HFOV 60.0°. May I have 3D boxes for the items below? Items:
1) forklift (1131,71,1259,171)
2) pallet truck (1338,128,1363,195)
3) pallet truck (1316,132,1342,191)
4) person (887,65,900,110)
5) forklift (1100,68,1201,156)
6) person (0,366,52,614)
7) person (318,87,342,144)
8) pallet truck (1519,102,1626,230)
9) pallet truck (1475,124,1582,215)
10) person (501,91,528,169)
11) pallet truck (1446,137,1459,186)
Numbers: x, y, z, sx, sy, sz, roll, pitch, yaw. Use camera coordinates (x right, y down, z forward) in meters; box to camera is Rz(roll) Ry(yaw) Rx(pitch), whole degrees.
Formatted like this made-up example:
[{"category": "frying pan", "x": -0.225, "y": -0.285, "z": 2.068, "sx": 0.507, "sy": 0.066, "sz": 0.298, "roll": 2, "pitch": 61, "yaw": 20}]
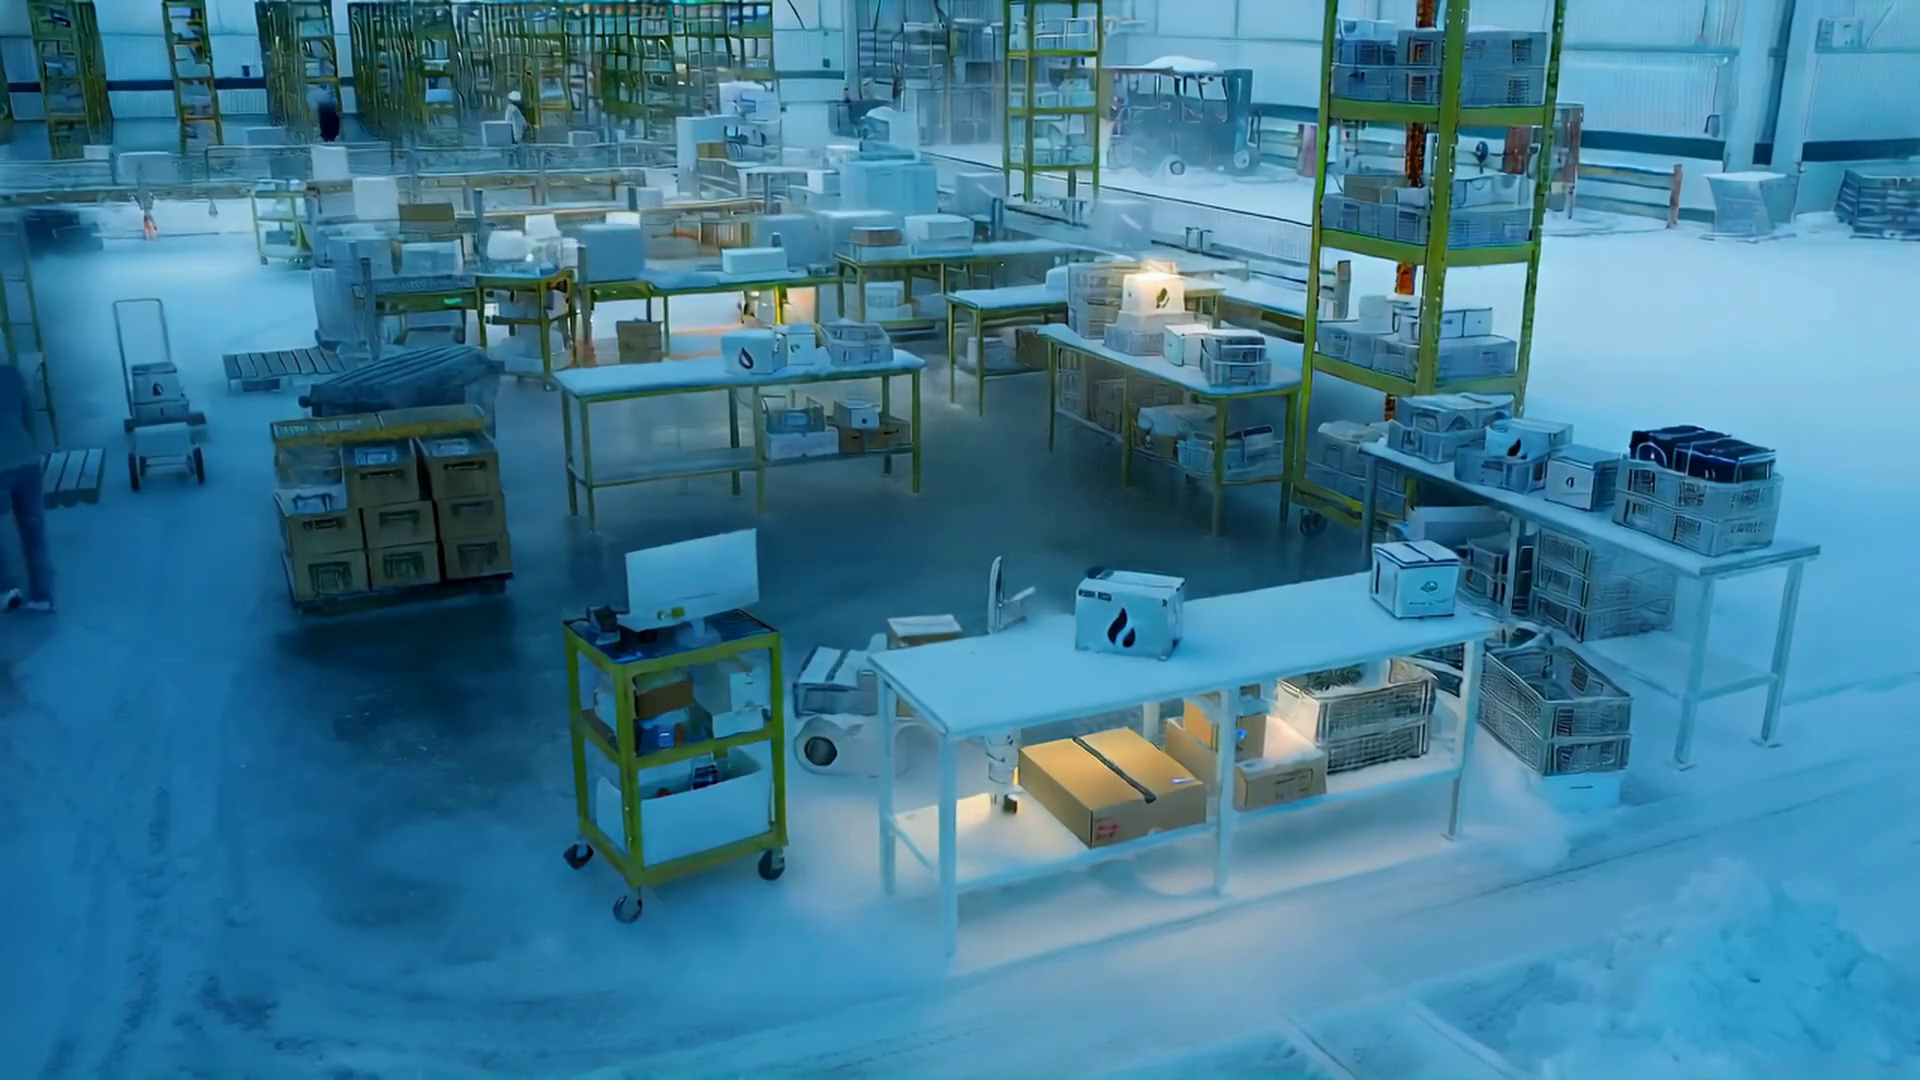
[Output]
[{"category": "forklift", "x": 4.998, "y": -8.936, "z": 35.413, "sx": 2.680, "sy": 1.987, "sz": 1.157, "roll": -9, "pitch": 20, "yaw": -25}, {"category": "pallet truck", "x": 7.845, "y": -7.140, "z": 31.411, "sx": 1.522, "sy": 1.261, "sz": 0.704, "roll": -9, "pitch": 20, "yaw": -25}, {"category": "pallet truck", "x": 7.723, "y": -7.504, "z": 32.656, "sx": 1.601, "sy": 1.201, "sz": 0.680, "roll": -8, "pitch": 19, "yaw": -23}, {"category": "person", "x": -1.952, "y": -13.404, "z": 50.237, "sx": 0.563, "sy": 1.847, "sz": 0.388, "roll": -16, "pitch": 24, "yaw": -42}, {"category": "forklift", "x": 4.082, "y": -9.564, "z": 37.410, "sx": 2.680, "sy": 1.987, "sz": 1.157, "roll": -8, "pitch": 19, "yaw": -23}, {"category": "person", "x": -5.452, "y": -0.406, "z": 9.454, "sx": 0.401, "sy": 1.746, "sz": 0.521, "roll": 10, "pitch": 20, "yaw": 29}, {"category": "person", "x": -12.925, "y": -8.349, "z": 34.243, "sx": 0.436, "sy": 1.888, "sz": 0.667, "roll": -4, "pitch": 18, "yaw": -14}, {"category": "pallet truck", "x": 9.972, "y": -6.037, "z": 26.785, "sx": 1.885, "sy": 1.965, "sz": 0.823, "roll": -9, "pitch": 20, "yaw": -25}, {"category": "pallet truck", "x": 9.707, "y": -6.455, "z": 28.103, "sx": 1.885, "sy": 1.965, "sz": 0.823, "roll": -7, "pitch": 19, "yaw": -20}, {"category": "person", "x": -9.183, "y": -8.332, "z": 34.328, "sx": 0.841, "sy": 1.806, "sz": 0.586, "roll": -7, "pitch": 19, "yaw": -22}, {"category": "pallet truck", "x": 9.184, "y": -6.485, "z": 29.328, "sx": 1.630, "sy": 1.274, "sz": 0.653, "roll": -8, "pitch": 19, "yaw": -23}]
